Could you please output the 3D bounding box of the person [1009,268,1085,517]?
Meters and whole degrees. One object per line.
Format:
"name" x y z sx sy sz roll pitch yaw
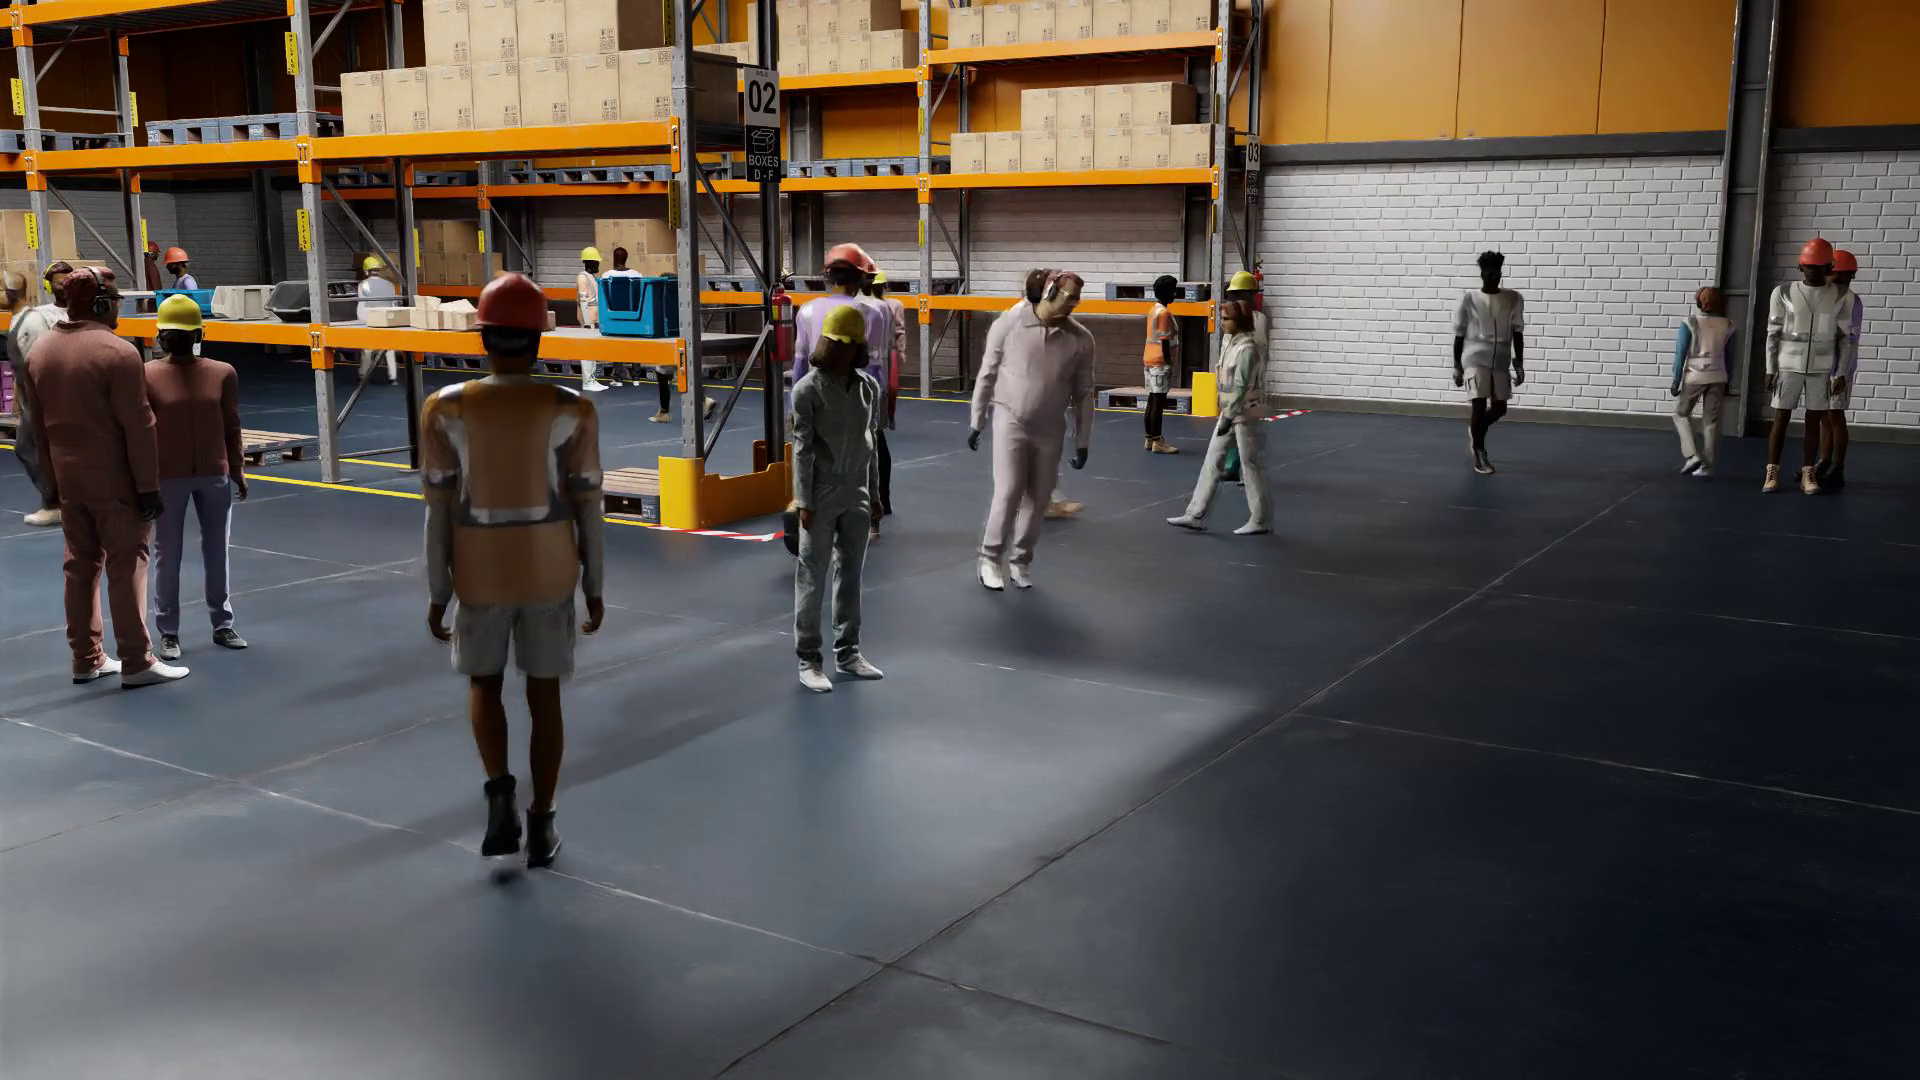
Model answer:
"person" 0.650 -1.072 12.178 0.796 1.811 0.639 4 11 22

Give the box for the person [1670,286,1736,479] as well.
"person" 6.307 -1.333 14.127 0.558 1.627 0.356 -1 10 -5

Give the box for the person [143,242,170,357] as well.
"person" -13.991 -4.164 28.838 0.623 1.989 0.400 10 14 43

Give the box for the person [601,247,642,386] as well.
"person" -4.682 -3.093 23.120 0.610 1.917 0.373 -5 12 -28

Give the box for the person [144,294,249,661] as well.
"person" -3.738 -0.306 8.094 0.533 1.764 0.323 -9 14 -41

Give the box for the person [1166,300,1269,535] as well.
"person" 1.800 -0.820 11.346 0.725 1.612 0.520 -2 10 -10

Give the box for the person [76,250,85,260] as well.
"person" -9.978 -2.326 18.803 0.350 1.936 0.635 7 12 34

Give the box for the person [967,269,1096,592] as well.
"person" 0.429 -0.627 9.607 0.728 1.859 0.523 -2 10 -11

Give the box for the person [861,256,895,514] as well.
"person" -0.715 -1.124 12.173 0.380 1.929 0.541 6 12 30

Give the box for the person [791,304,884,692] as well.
"person" -0.534 -0.194 7.547 0.487 1.737 0.320 -10 14 -43

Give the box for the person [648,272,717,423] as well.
"person" -3.087 -2.115 18.353 0.708 1.674 0.536 4 11 21

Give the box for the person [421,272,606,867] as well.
"person" -1.412 0.115 5.322 0.562 1.918 0.427 -2 10 -13

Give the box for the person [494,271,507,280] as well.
"person" -5.946 -2.716 21.834 0.287 1.624 0.494 -2 10 -11

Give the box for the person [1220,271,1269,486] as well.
"person" 2.331 -1.333 13.775 0.315 1.769 0.523 -6 12 -31

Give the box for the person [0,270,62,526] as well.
"person" -6.549 -0.992 11.777 0.474 1.814 0.524 -7 12 -33

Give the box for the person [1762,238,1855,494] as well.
"person" 6.744 -1.370 13.248 0.608 2.033 0.404 4 11 20

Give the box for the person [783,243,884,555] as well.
"person" -0.805 -0.837 10.385 0.628 2.008 0.765 5 11 25

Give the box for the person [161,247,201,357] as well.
"person" -9.336 -2.541 20.004 0.377 1.932 0.552 -9 13 -39

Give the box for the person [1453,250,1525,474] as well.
"person" 4.623 -1.576 14.641 0.616 1.942 0.726 -1 10 -4

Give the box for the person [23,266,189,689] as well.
"person" -3.868 -0.279 7.551 0.652 1.906 0.404 4 11 21

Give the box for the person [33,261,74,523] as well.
"person" -6.398 -1.063 11.994 0.328 1.872 0.514 7 12 34

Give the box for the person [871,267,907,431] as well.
"person" -0.814 -1.902 16.950 0.540 1.749 0.488 -1 10 -4

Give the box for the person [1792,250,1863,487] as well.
"person" 7.180 -1.405 13.702 0.358 1.938 0.542 1 10 8

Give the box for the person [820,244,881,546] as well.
"person" -0.729 -0.955 11.055 0.402 1.990 0.622 3 11 14

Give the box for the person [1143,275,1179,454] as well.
"person" 1.916 -1.669 15.840 0.321 1.694 0.529 -1 10 -6

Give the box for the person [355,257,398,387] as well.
"person" -8.120 -3.023 23.094 0.623 1.778 0.948 -10 14 -44

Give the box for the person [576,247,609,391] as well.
"person" -4.948 -2.962 22.357 0.366 1.927 0.591 0 10 2
